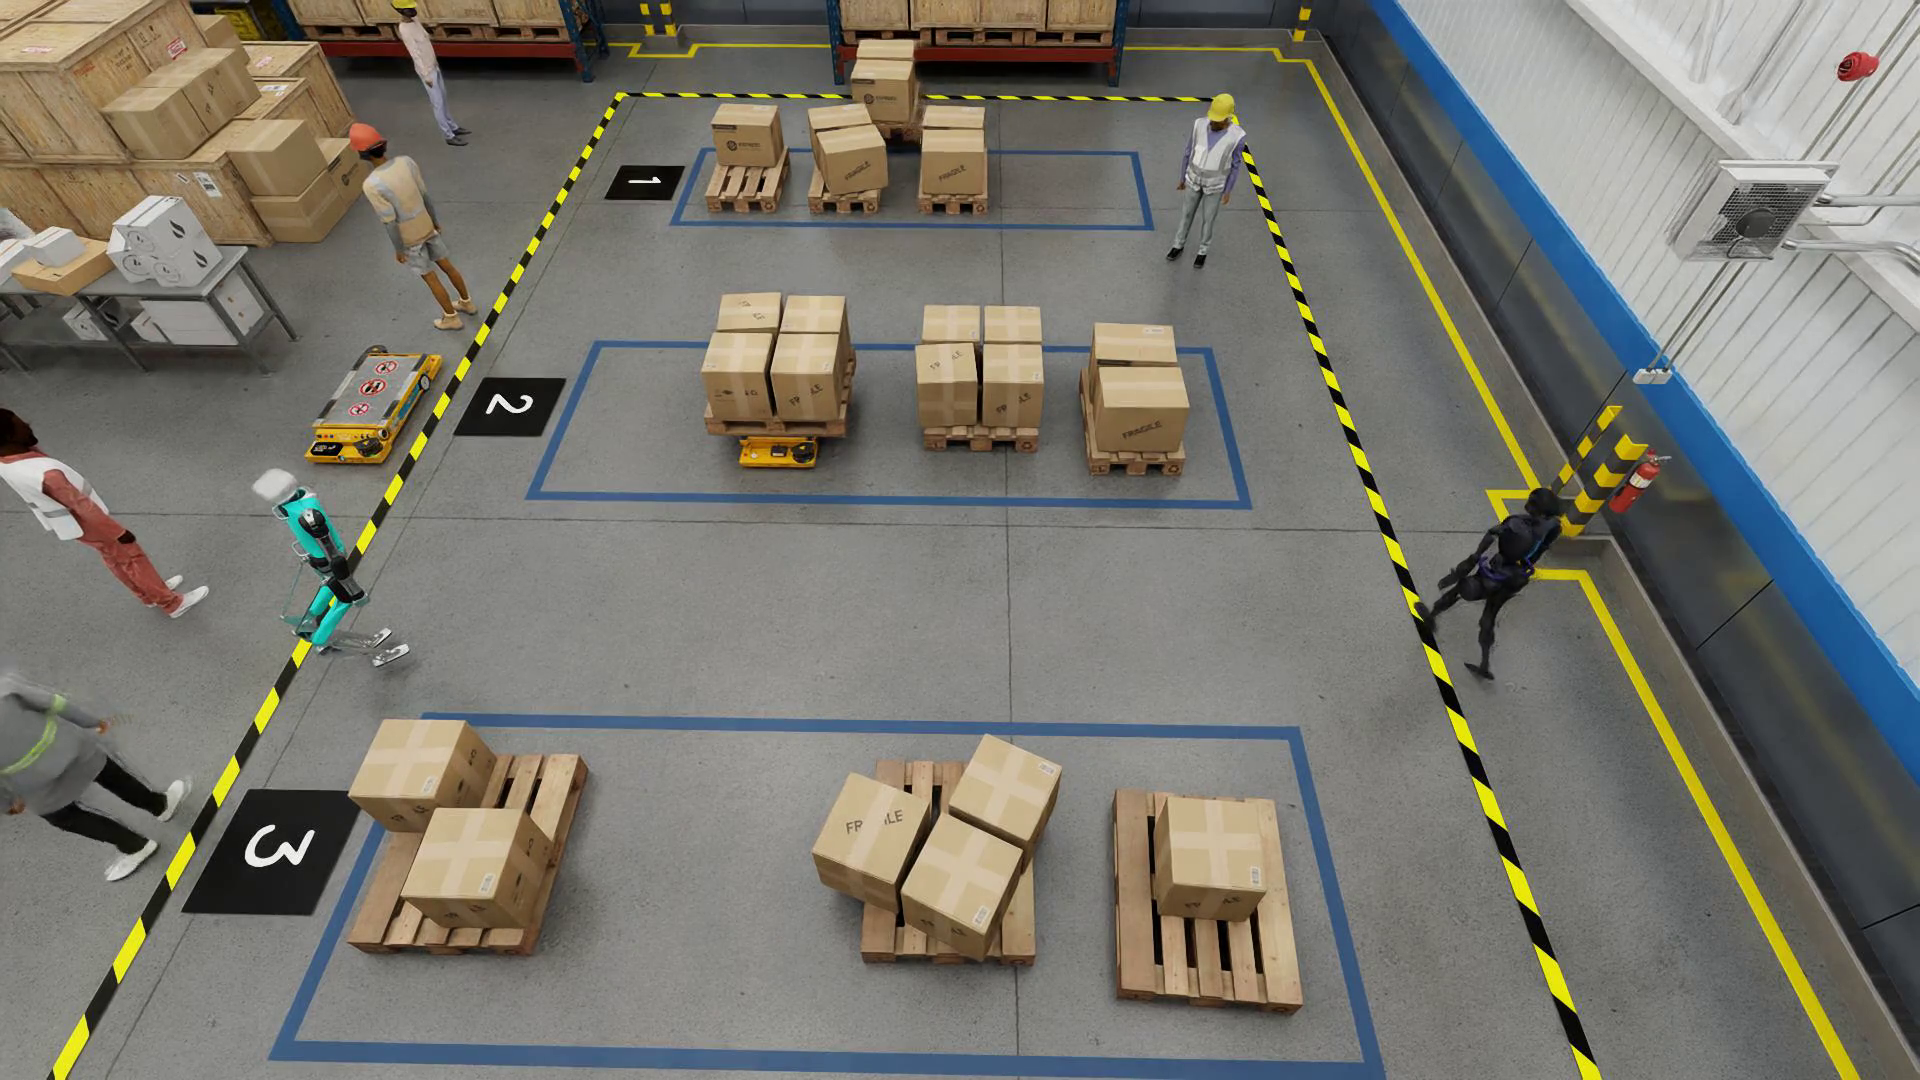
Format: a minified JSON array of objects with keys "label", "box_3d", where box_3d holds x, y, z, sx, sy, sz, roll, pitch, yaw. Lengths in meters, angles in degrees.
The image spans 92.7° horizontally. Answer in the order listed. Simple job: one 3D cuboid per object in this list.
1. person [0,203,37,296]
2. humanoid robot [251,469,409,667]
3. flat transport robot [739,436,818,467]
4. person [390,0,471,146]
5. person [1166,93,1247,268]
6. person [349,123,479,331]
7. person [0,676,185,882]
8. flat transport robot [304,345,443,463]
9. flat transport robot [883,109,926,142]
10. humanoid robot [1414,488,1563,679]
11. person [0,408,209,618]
[{"label":"person","box_3d":[-9.767,-3.293,9.158,0.974,1.788,0.641,-8,50,-7]},{"label":"humanoid robot","box_3d":[-4.299,0.308,6.059,0.533,1.673,0.735,35,58,26]},{"label":"flat transport robot","box_3d":[-1.582,-1.235,8.394,0.652,0.197,1.431,1,50,1]},{"label":"person","box_3d":[-6.519,-5.802,11.294,0.317,1.767,0.533,-7,50,-6]},{"label":"person","box_3d":[2.542,-3.699,9.478,0.588,1.822,0.403,24,54,19]},{"label":"person","box_3d":[-5.180,-2.920,8.677,0.371,2.040,0.614,12,51,10]},{"label":"person","box_3d":[-5.252,1.290,5.271,0.370,1.809,0.679,13,51,11]},{"label":"flat transport robot","box_3d":[-5.383,-1.269,8.441,0.659,0.231,1.431,1,50,1]},{"label":"flat transport robot","box_3d":[-0.889,-5.411,11.927,1.431,0.197,0.652,1,50,1]},{"label":"humanoid robot","box_3d":[3.661,0.268,6.251,0.588,1.640,0.770,-8,50,-6]},{"label":"person","box_3d":[-6.110,-0.137,6.412,0.580,1.911,0.393,22,53,18]}]
